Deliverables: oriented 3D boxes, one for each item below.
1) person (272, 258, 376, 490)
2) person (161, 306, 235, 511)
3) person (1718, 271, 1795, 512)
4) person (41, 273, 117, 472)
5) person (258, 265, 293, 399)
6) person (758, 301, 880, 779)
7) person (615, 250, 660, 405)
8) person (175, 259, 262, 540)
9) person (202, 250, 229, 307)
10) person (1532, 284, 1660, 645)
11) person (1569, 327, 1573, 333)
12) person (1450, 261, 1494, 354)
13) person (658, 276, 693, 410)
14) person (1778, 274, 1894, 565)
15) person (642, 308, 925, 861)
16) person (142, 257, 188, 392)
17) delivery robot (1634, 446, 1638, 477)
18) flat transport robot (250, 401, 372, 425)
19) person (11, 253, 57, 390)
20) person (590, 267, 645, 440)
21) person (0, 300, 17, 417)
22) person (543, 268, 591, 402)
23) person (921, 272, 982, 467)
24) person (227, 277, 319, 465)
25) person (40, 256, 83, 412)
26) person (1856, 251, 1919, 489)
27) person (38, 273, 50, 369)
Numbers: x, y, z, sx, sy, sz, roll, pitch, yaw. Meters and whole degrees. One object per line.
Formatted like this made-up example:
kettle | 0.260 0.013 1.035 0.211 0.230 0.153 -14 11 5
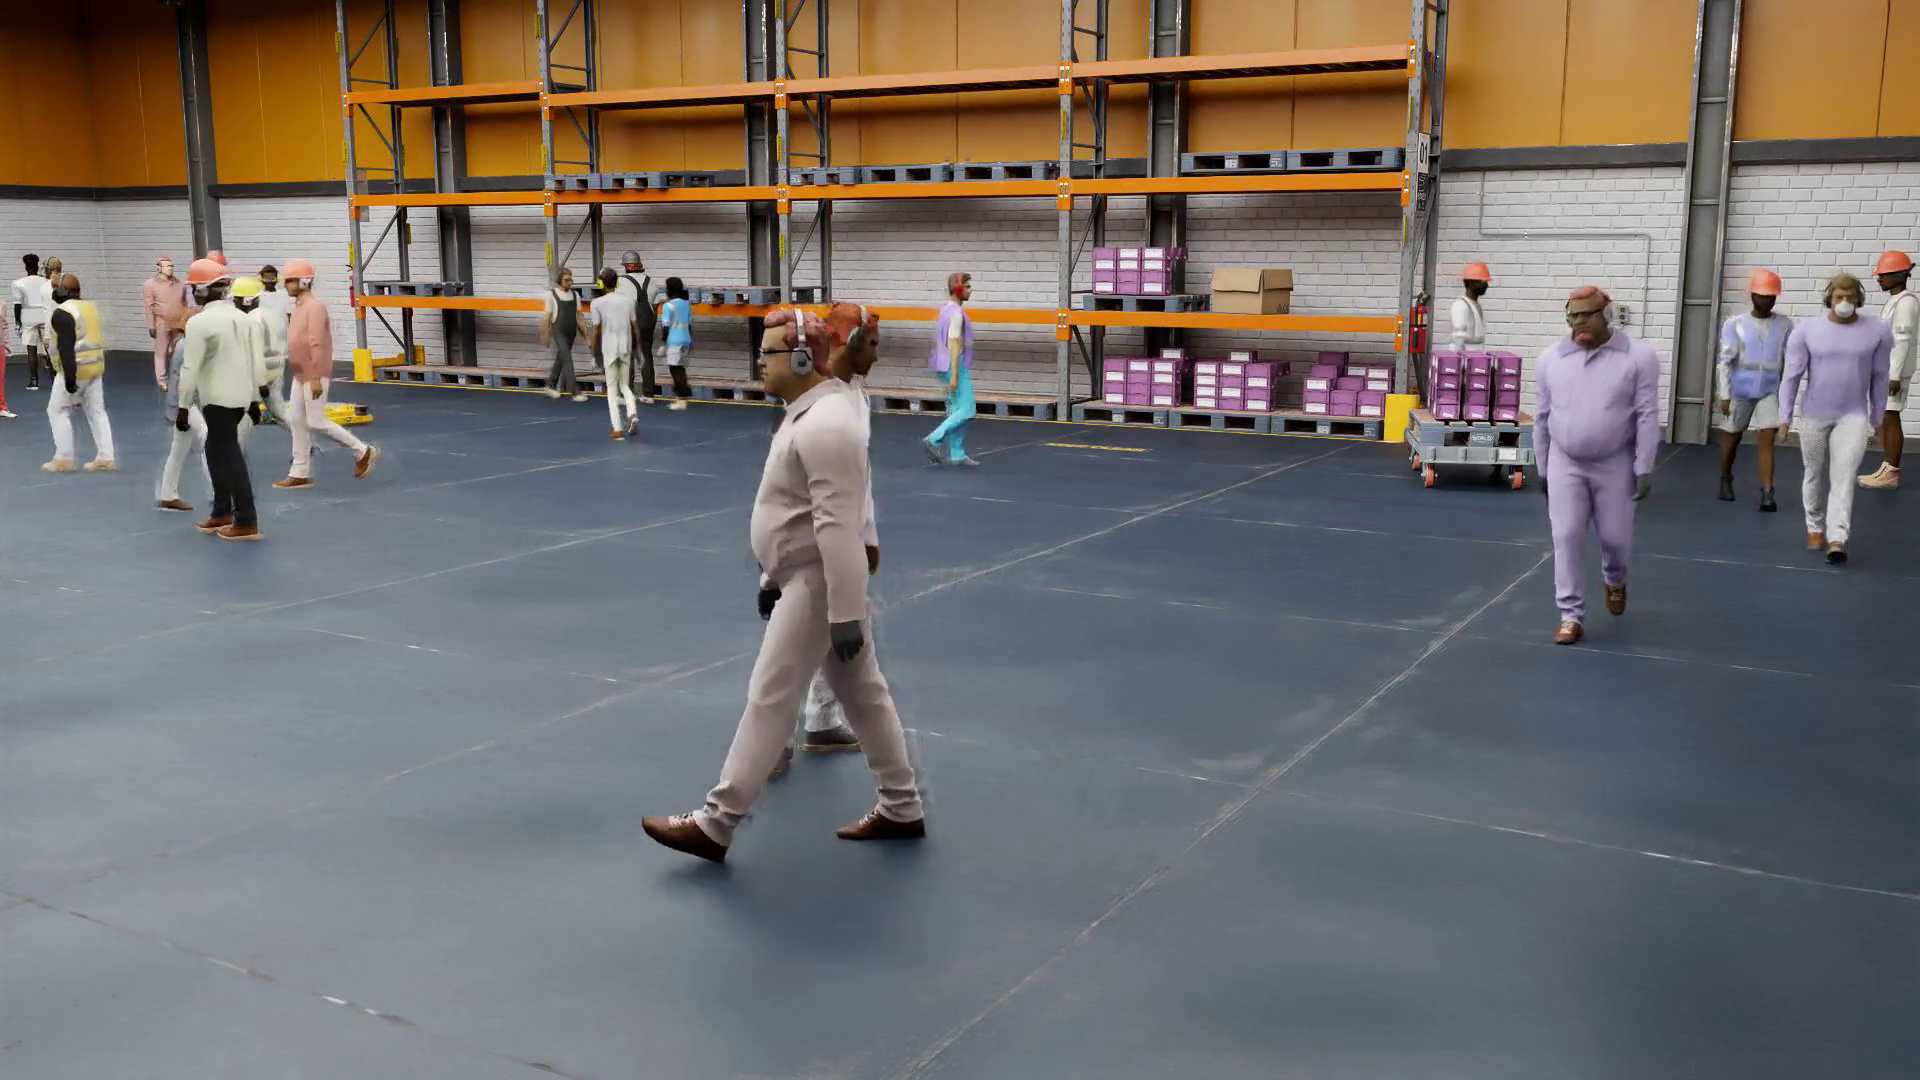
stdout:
person | -5.496 -1.416 14.215 0.776 1.971 0.629 -8 13 -39
person | -5.909 -1.014 12.964 0.795 1.588 0.520 -2 10 -12
person | 6.291 -1.185 13.194 0.551 1.877 1.030 2 10 11
person | -8.180 -1.526 15.268 0.735 1.814 0.654 0 10 0
person | -8.295 -2.395 20.128 0.488 1.846 0.466 -8 13 -38
person | -0.574 -0.001 6.575 0.358 1.855 0.745 5 11 27
person | -4.305 -2.804 21.870 0.684 2.000 0.535 -10 14 -44
person | -5.277 -0.972 11.679 0.726 1.968 0.644 2 10 9
person | -10.482 -3.063 23.405 0.530 2.012 0.715 -2 10 -9
person | 3.350 -0.414 8.803 0.648 1.877 0.723 5 11 27
person | 5.999 -1.587 16.184 0.774 1.608 0.513 0 10 0
person | 4.852 -1.689 15.933 0.495 1.954 0.557 8 13 39
person | -3.603 -2.488 21.084 0.342 1.699 0.539 5 11 27
person | 5.765 -0.804 10.999 0.655 1.881 1.033 4 11 24
person | -0.572 0.162 5.604 0.991 1.854 0.680 -1 10 -6
person | -11.298 -3.076 23.778 0.407 1.913 0.641 7 12 34
delivery robot | 5.304 -0.647 13.597 0.477 0.478 0.707 9 14 42
flat transport robot | -7.620 -1.491 19.445 1.431 0.197 0.652 6 12 31
person | -13.374 -3.161 24.104 0.613 1.964 0.361 -9 13 -41
person | -3.658 -1.982 17.766 0.567 1.844 0.473 -6 12 -32
person | -11.649 -2.331 19.975 0.311 1.769 0.522 5 11 26
person | -5.347 -2.759 22.362 1.007 1.795 0.533 8 13 40
person | -0.070 -1.574 15.507 0.495 1.830 0.572 -2 10 -10
person | -6.529 -1.562 15.568 0.927 1.792 0.597 -2 10 -10
person | -11.274 -2.574 20.858 0.354 1.937 0.635 1 10 4
person | 7.957 -1.451 14.262 0.409 2.030 0.611 3 10 17
person | -15.334 -3.650 27.858 0.521 1.625 0.553 -1 10 -6
